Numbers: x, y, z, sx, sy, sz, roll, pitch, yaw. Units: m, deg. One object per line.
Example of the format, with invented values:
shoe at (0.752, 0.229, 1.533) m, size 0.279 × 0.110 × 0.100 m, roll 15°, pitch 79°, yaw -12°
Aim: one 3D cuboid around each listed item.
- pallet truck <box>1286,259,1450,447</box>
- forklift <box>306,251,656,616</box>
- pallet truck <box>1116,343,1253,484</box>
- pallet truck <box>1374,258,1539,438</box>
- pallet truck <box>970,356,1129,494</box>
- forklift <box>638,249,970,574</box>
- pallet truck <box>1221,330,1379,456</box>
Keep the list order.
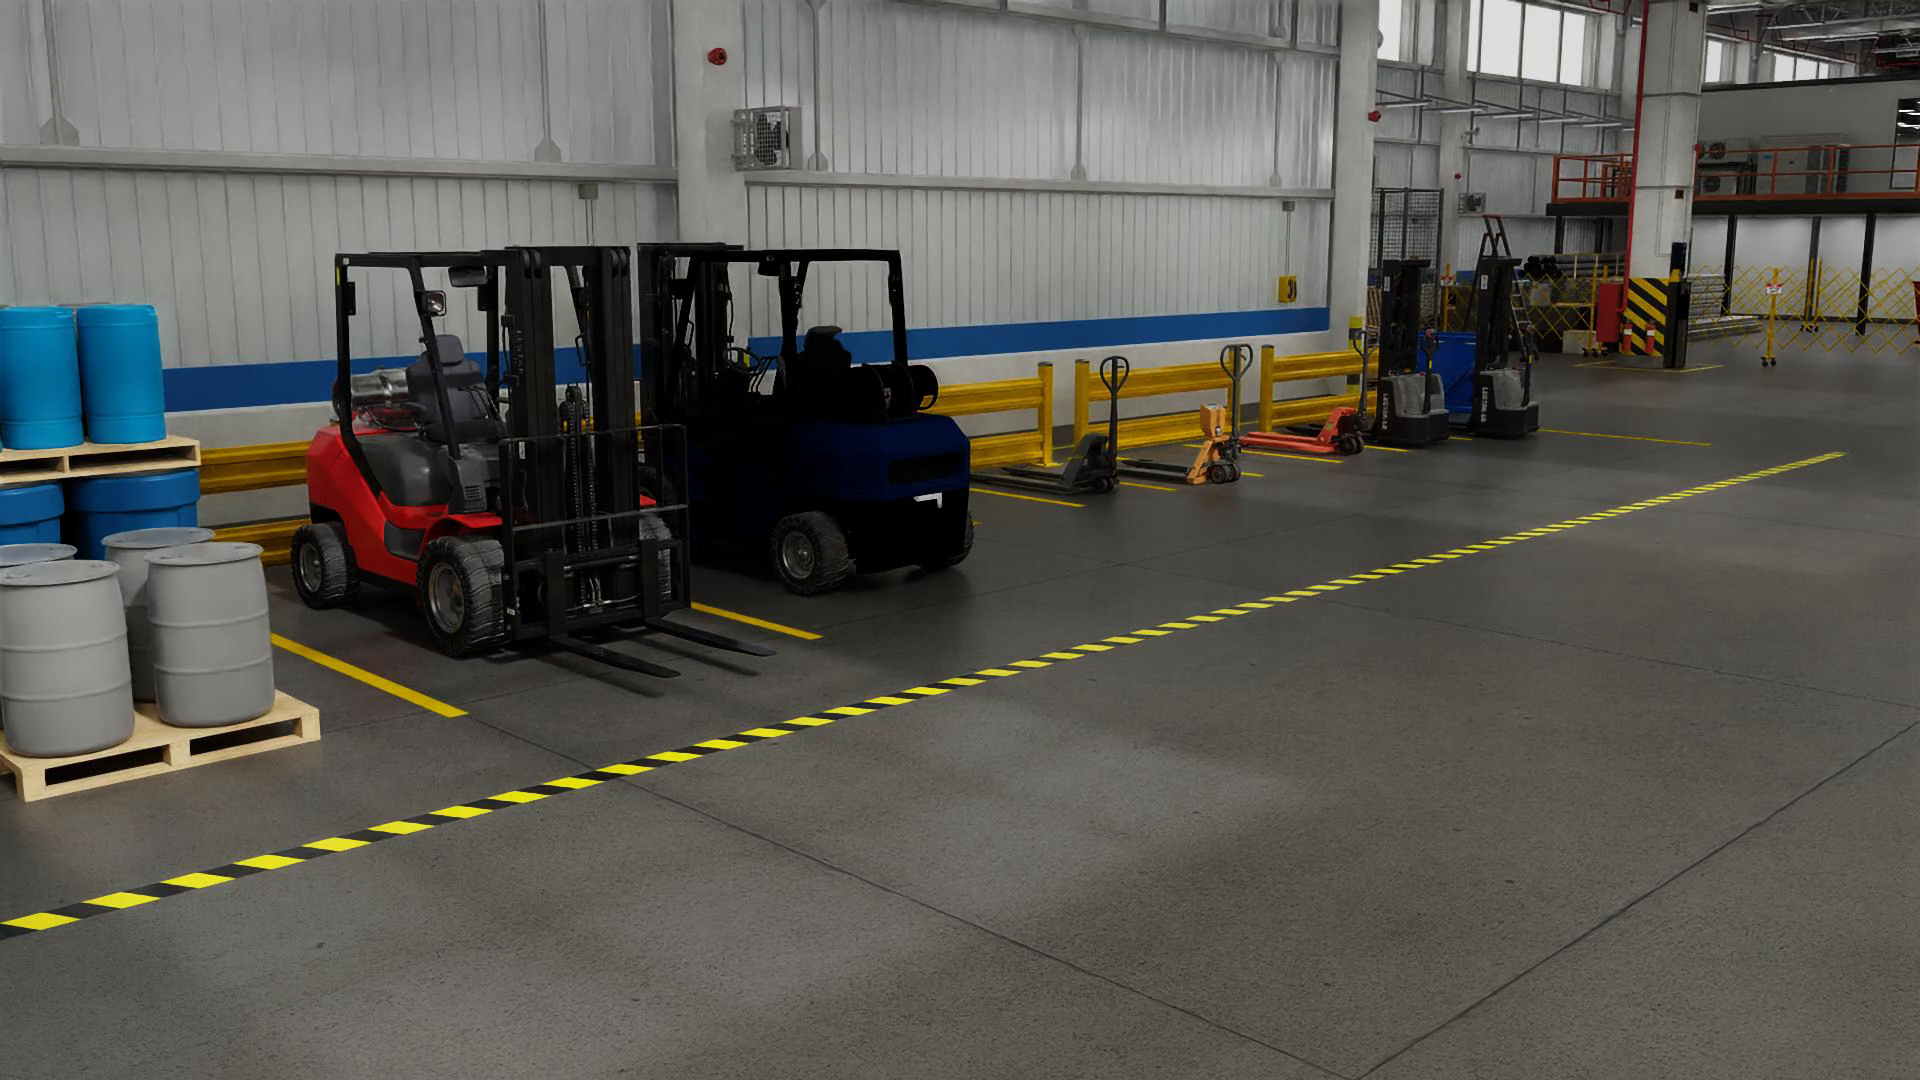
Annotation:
pallet truck at (4.493, -2.078, 18.196) m, size 0.823 × 1.965 × 1.885 m, roll -9°, pitch 14°, yaw -40°
forklift at (-2.833, -0.669, 9.694) m, size 1.157 × 1.987 × 2.680 m, roll -10°, pitch 14°, yaw -44°
pallet truck at (1.962, -1.215, 15.415) m, size 1.522 × 1.261 × 0.704 m, roll 10°, pitch 14°, yaw 43°
pallet truck at (5.704, -2.208, 18.901) m, size 1.885 × 1.965 × 0.823 m, roll 10°, pitch 14°, yaw 43°
pallet truck at (0.784, -1.085, 14.876) m, size 0.680 × 1.201 × 1.601 m, roll -10°, pitch 14°, yaw -44°
forklift at (-1.173, -0.958, 11.239) m, size 2.680 × 1.987 × 1.157 m, roll 10°, pitch 14°, yaw 43°
pallet truck at (3.563, -1.581, 17.381) m, size 0.653 × 1.274 × 1.630 m, roll -10°, pitch 14°, yaw -44°
